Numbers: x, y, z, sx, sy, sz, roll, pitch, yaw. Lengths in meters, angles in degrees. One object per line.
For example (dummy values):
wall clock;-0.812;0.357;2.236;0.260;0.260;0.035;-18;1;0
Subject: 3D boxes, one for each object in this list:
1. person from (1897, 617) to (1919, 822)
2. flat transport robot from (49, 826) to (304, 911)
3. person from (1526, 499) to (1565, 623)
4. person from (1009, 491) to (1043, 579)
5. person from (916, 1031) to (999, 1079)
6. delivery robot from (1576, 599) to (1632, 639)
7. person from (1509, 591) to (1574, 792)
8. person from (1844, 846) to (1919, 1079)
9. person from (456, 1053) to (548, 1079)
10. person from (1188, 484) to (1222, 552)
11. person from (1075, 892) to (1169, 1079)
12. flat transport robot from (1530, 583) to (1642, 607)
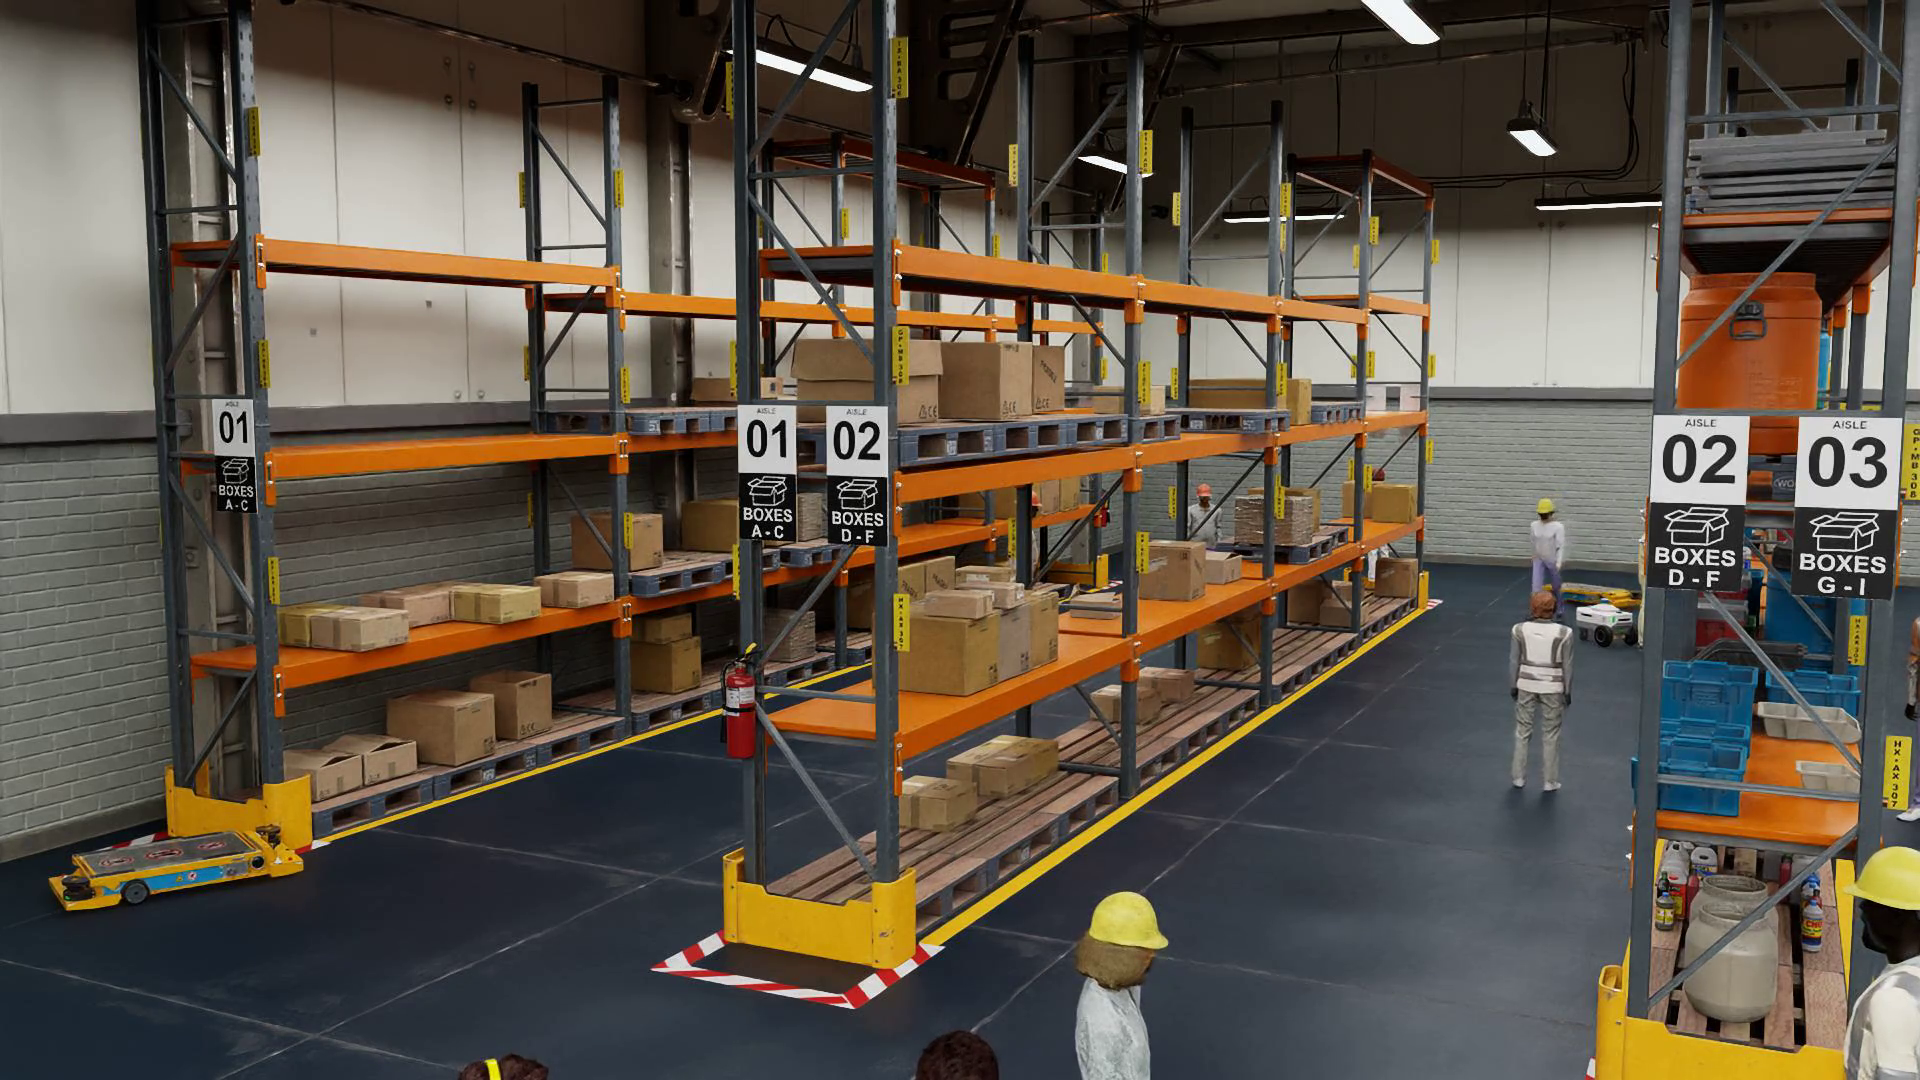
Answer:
person;7.353;1.198;12.407;0.383;1.922;0.587;-3;7;-31
flat transport robot;-5.187;2.157;11.026;1.431;0.197;0.652;-4;7;-37
person;7.873;0.292;22.265;0.534;1.706;0.947;6;8;44
person;0.785;0.403;19.830;0.403;1.986;0.618;0;6;-2
person;-0.006;2.082;3.830;0.588;1.920;0.398;0;6;4
delivery robot;8.020;0.974;20.715;0.477;0.478;0.707;-2;6;-21
person;4.713;1.231;13.521;0.512;1.630;0.316;4;7;35
person;2.976;1.926;5.296;0.584;1.928;0.372;-6;8;-44
person;-1.044;2.103;3.859;0.328;1.872;0.510;-3;7;-29
person;3.574;0.049;24.397;0.572;1.749;0.341;0;6;-4
person;0.510;2.003;5.454;0.325;1.740;0.492;1;6;6
flat transport robot;9.155;0.789;24.333;0.652;0.197;1.431;-4;7;-34
